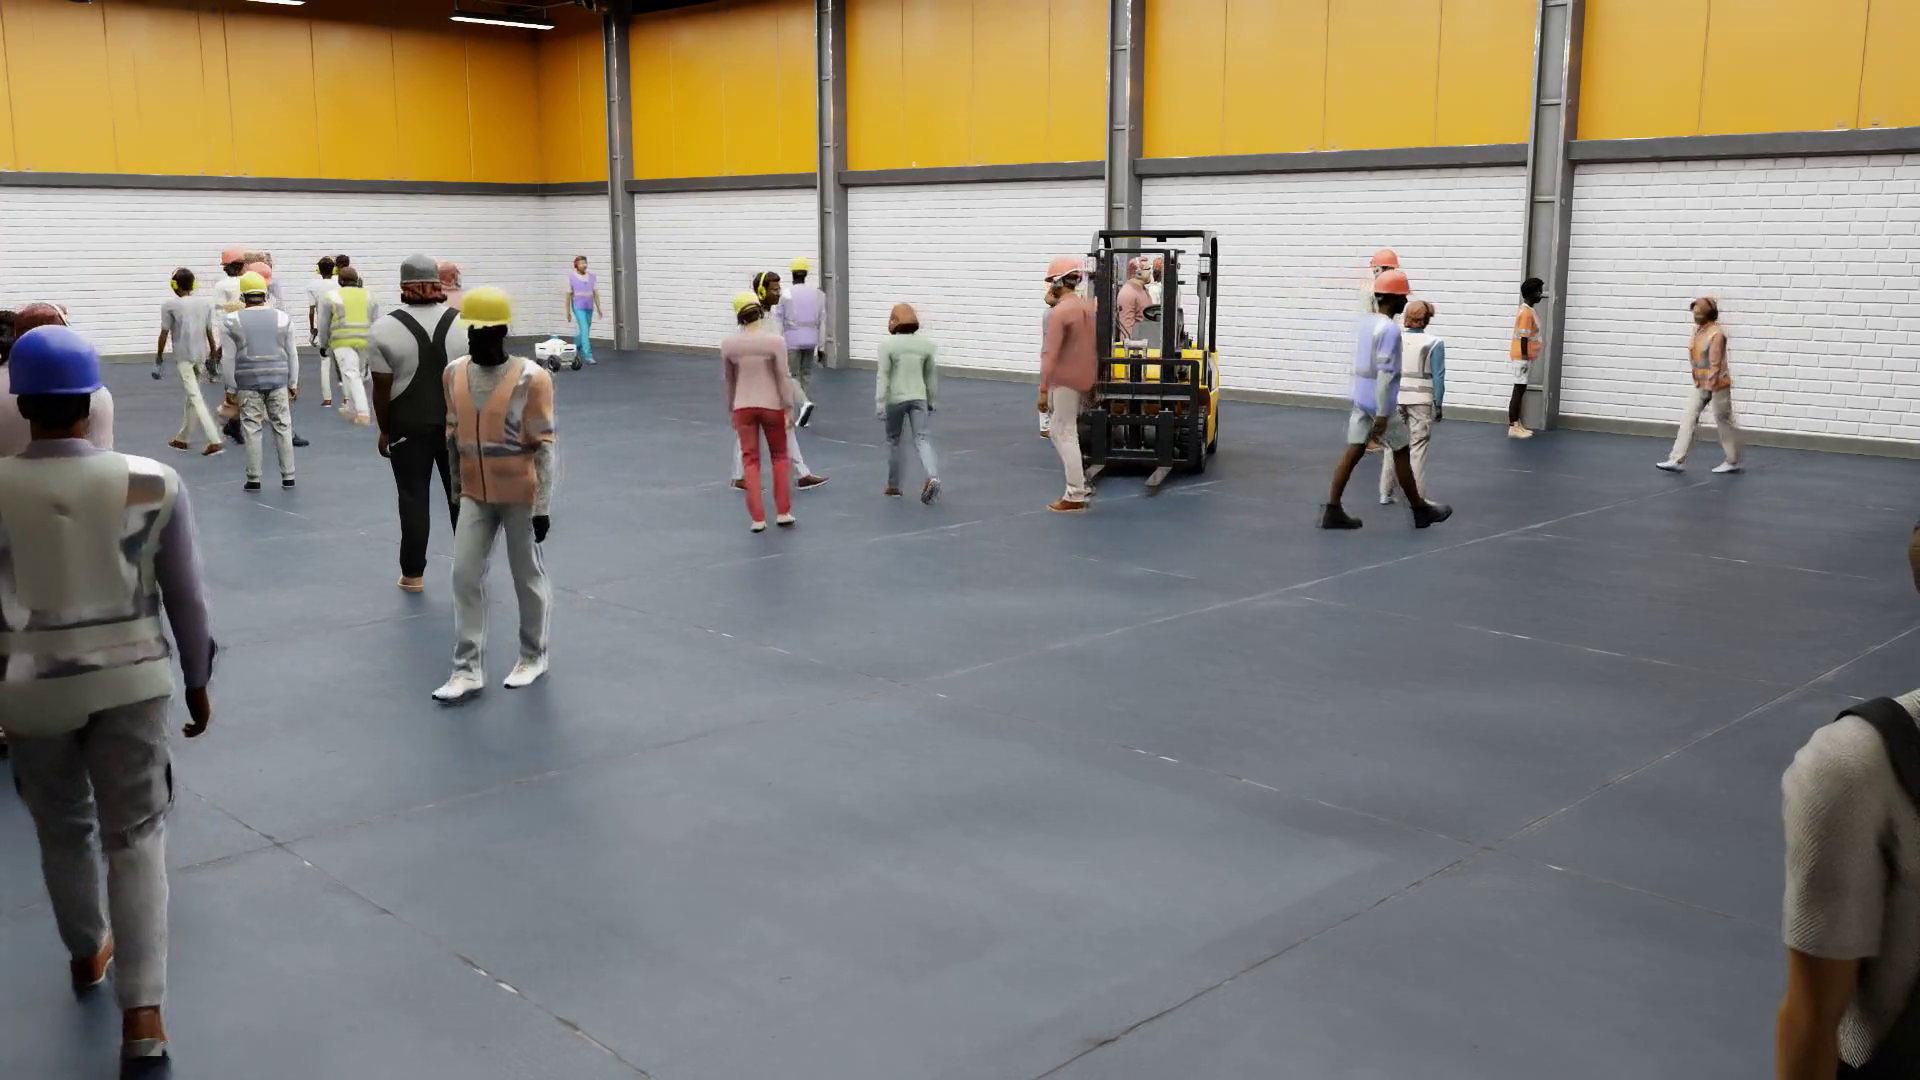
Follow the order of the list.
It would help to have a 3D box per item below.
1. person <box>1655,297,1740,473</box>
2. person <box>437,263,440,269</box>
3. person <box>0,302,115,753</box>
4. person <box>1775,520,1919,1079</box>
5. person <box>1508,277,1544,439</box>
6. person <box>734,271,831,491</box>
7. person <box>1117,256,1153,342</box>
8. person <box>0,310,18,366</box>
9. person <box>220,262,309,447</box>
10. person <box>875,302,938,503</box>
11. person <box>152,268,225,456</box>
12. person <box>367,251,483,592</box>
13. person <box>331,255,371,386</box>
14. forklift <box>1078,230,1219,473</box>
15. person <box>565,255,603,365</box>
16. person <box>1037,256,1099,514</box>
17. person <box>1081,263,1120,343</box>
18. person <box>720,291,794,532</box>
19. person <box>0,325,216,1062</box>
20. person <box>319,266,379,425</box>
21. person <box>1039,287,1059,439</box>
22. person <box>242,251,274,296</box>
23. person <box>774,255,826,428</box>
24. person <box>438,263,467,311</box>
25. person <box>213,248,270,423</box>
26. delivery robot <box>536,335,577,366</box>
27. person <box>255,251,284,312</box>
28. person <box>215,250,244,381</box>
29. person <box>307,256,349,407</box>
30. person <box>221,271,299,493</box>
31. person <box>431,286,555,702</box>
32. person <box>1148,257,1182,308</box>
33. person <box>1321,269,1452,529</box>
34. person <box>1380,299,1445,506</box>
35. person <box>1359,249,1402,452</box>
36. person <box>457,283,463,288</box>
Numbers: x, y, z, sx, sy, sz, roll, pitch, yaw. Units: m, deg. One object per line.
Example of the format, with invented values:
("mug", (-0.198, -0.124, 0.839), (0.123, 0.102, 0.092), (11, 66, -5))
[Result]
("person", (6.639, -1.363, 14.808), (0.870, 1.571, 0.523), (-2, 11, -8))
("person", (-7.110, -2.897, 22.701), (0.526, 1.765, 0.329), (9, 14, 41))
("person", (-3.858, -0.065, 7.016), (0.659, 1.866, 0.982), (-1, 10, -3))
("person", (1.254, 0.828, 2.161), (0.506, 1.847, 0.346), (-5, 11, -24))
("person", (5.966, -1.916, 17.548), (0.318, 1.691, 0.529), (4, 11, 20))
("person", (-1.530, -1.294, 13.791), (0.837, 1.832, 0.520), (4, 11, 21))
("person", (1.863, -1.994, 17.366), (0.410, 1.913, 0.651), (4, 11, 20))
("person", (-5.542, -0.498, 9.793), (0.535, 1.700, 0.318), (-1, 10, -6))
("person", (-7.113, -1.869, 16.797), (0.956, 1.877, 0.654), (1, 10, 5))
("person", (-0.407, -1.104, 13.369), (0.539, 1.603, 0.739), (-4, 11, -22))
("person", (-7.529, -1.729, 16.193), (0.975, 1.824, 0.542), (6, 12, 31))
("person", (-3.205, -0.713, 10.035), (0.684, 2.000, 0.538), (-5, 12, -27))
("person", (-8.773, -3.154, 23.867), (0.651, 1.846, 1.023), (0, 10, -2))
("forklift", (1.804, -1.825, 15.677), (1.214, 2.155, 2.313), (2, 11, 13))
("person", (-6.317, -3.839, 27.715), (0.908, 1.811, 0.573), (9, 14, 41))
("person", (0.824, -1.186, 12.799), (0.497, 1.963, 0.740), (6, 12, 31))
("person", (1.752, -2.500, 20.318), (0.429, 1.843, 0.627), (-7, 13, -34))
("person", (-1.471, -0.935, 12.089), (0.556, 1.729, 0.550), (1, 10, 8))
("person", (-2.292, 0.394, 4.375), (0.624, 1.911, 0.988), (-5, 12, -26))
("person", (-6.944, -2.211, 18.943), (1.009, 1.785, 0.618), (10, 14, 44))
("person", (0.999, -1.888, 17.550), (0.286, 1.632, 0.500), (4, 11, 20))
("person", (-8.801, -2.654, 20.914), (0.651, 1.924, 0.494), (5, 12, 28))
("person", (-1.735, -2.164, 18.280), (0.595, 1.914, 0.576), (-6, 12, -28))
("person", (-4.865, -1.693, 15.846), (0.665, 1.857, 0.970), (-5, 11, -24))
("person", (-8.243, -2.341, 19.060), (1.042, 1.987, 0.633), (9, 14, 40))
("delivery robot", (-6.383, -2.996, 26.255), (0.707, 0.478, 0.477), (10, 14, 40))
("person", (-9.729, -3.085, 23.342), (0.650, 1.904, 0.401), (4, 11, 21))
("person", (-10.618, -3.267, 24.247), (0.607, 1.943, 0.843), (4, 11, 21))
("person", (-7.853, -2.596, 20.766), (0.511, 1.872, 0.329), (-4, 11, -20))
("person", (-5.814, -1.309, 13.842), (0.590, 1.837, 0.404), (-7, 12, -33))
("person", (-2.165, -0.201, 7.619), (0.624, 1.893, 0.821), (3, 11, 17))
("person", (2.315, -2.289, 19.051), (0.338, 1.882, 0.582), (9, 14, 42))
("person", (3.086, -1.003, 12.041), (0.978, 1.882, 0.567), (-2, 11, -10))
("person", (3.556, -1.069, 13.090), (0.524, 1.636, 0.315), (10, 14, 43))
("person", (4.163, -1.884, 16.540), (0.375, 1.996, 0.608), (8, 13, 37))
("person", (-6.462, -2.544, 21.206), (0.522, 1.611, 0.798), (-7, 12, -32))
